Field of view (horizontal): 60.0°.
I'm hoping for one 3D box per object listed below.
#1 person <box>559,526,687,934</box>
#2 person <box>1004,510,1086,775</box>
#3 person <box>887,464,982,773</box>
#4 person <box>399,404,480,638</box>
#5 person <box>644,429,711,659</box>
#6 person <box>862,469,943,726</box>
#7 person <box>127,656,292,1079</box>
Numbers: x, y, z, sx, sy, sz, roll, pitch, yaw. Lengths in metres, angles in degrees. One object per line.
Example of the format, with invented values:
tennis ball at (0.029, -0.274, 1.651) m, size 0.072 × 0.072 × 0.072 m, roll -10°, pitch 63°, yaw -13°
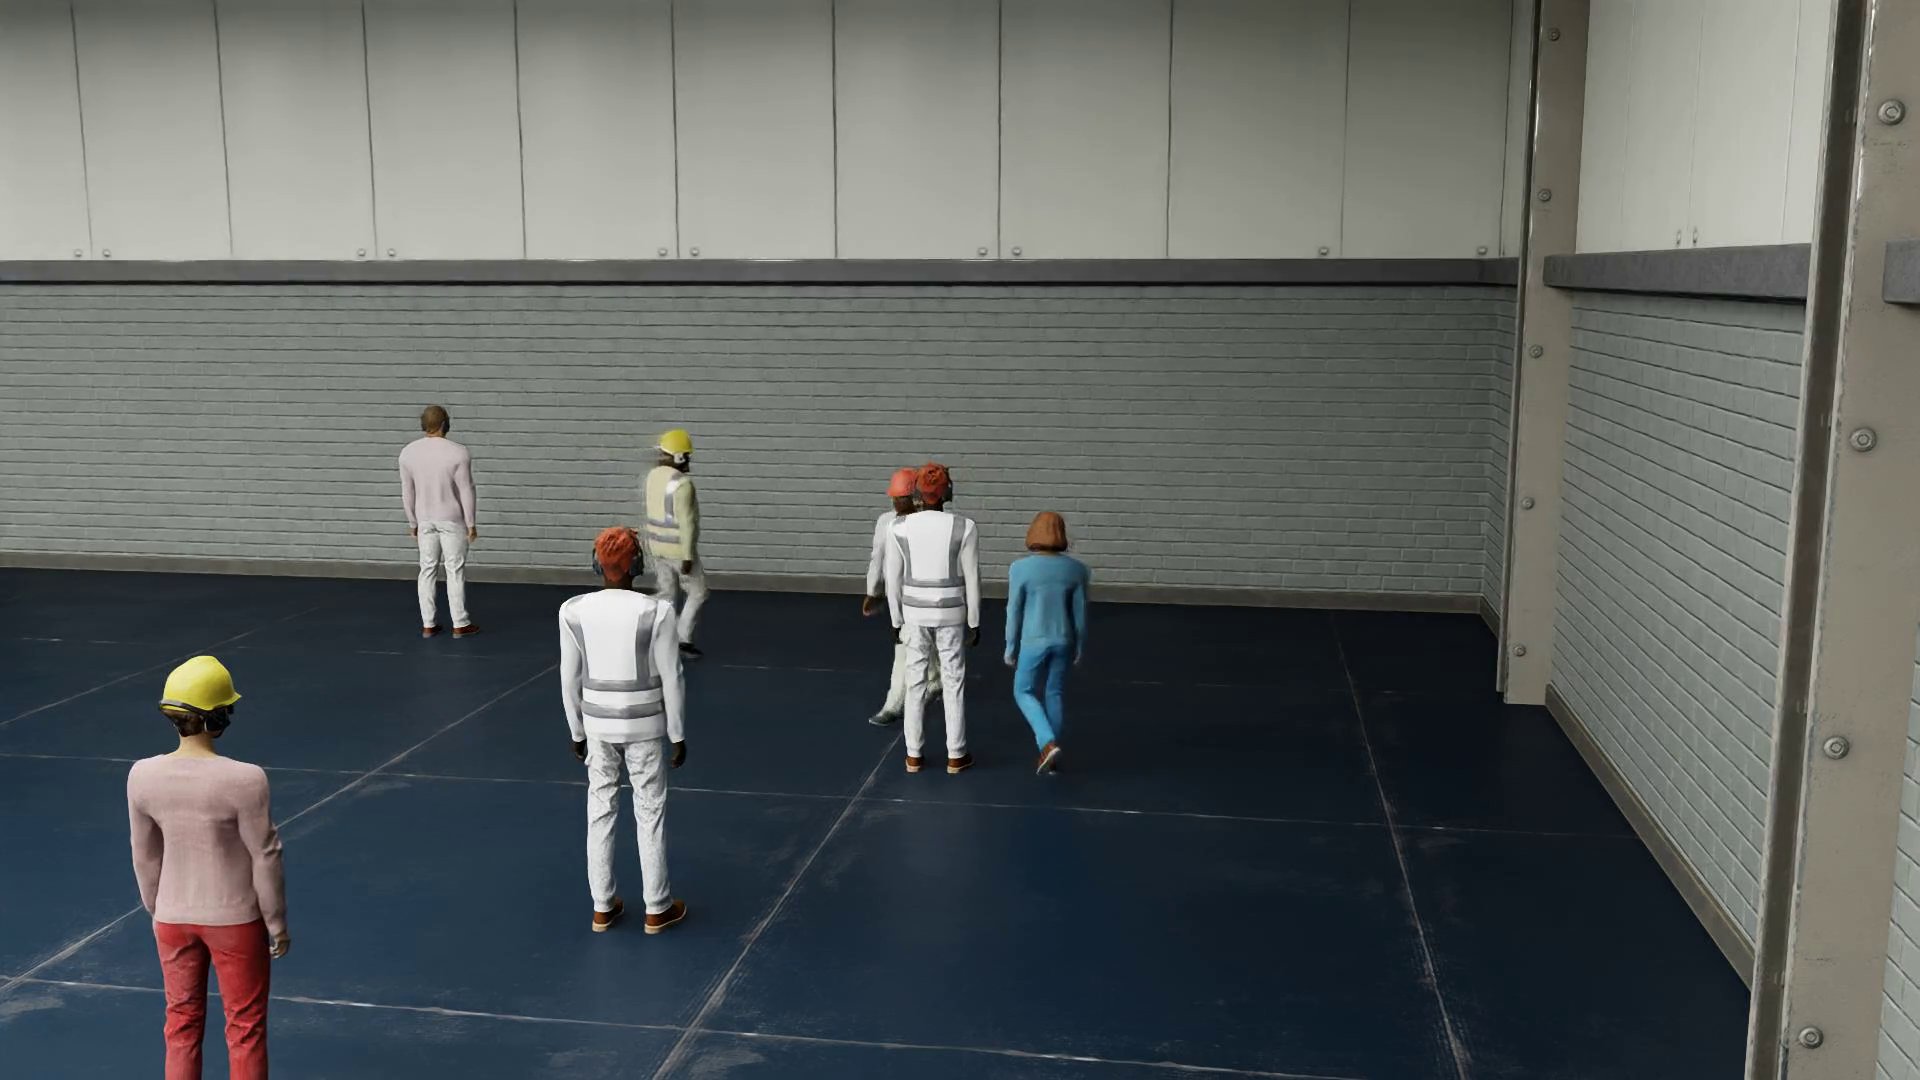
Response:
person at (-1.526, 0.871, 7.608) m, size 0.576 × 1.884 × 0.355 m, roll 1°, pitch 9°, yaw 9°
person at (0.529, 0.631, 9.898) m, size 0.512 × 1.616 × 0.460 m, roll -3°, pitch 10°, yaw -20°
person at (-0.151, 0.478, 10.039) m, size 0.576 × 1.882 × 0.355 m, roll 1°, pitch 9°, yaw 9°
person at (-4.281, -0.149, 13.726) m, size 0.632 × 1.940 × 0.372 m, roll 1°, pitch 9°, yaw 9°
person at (-2.197, 0.049, 12.899) m, size 0.431 × 1.817 × 0.594 m, roll -9°, pitch 13°, yaw -43°
person at (-0.340, 0.356, 11.323) m, size 0.555 × 1.712 × 0.902 m, roll 8°, pitch 12°, yaw 42°
person at (-2.494, 1.260, 5.574) m, size 0.525 × 1.769 × 0.308 m, roll 1°, pitch 9°, yaw 9°
